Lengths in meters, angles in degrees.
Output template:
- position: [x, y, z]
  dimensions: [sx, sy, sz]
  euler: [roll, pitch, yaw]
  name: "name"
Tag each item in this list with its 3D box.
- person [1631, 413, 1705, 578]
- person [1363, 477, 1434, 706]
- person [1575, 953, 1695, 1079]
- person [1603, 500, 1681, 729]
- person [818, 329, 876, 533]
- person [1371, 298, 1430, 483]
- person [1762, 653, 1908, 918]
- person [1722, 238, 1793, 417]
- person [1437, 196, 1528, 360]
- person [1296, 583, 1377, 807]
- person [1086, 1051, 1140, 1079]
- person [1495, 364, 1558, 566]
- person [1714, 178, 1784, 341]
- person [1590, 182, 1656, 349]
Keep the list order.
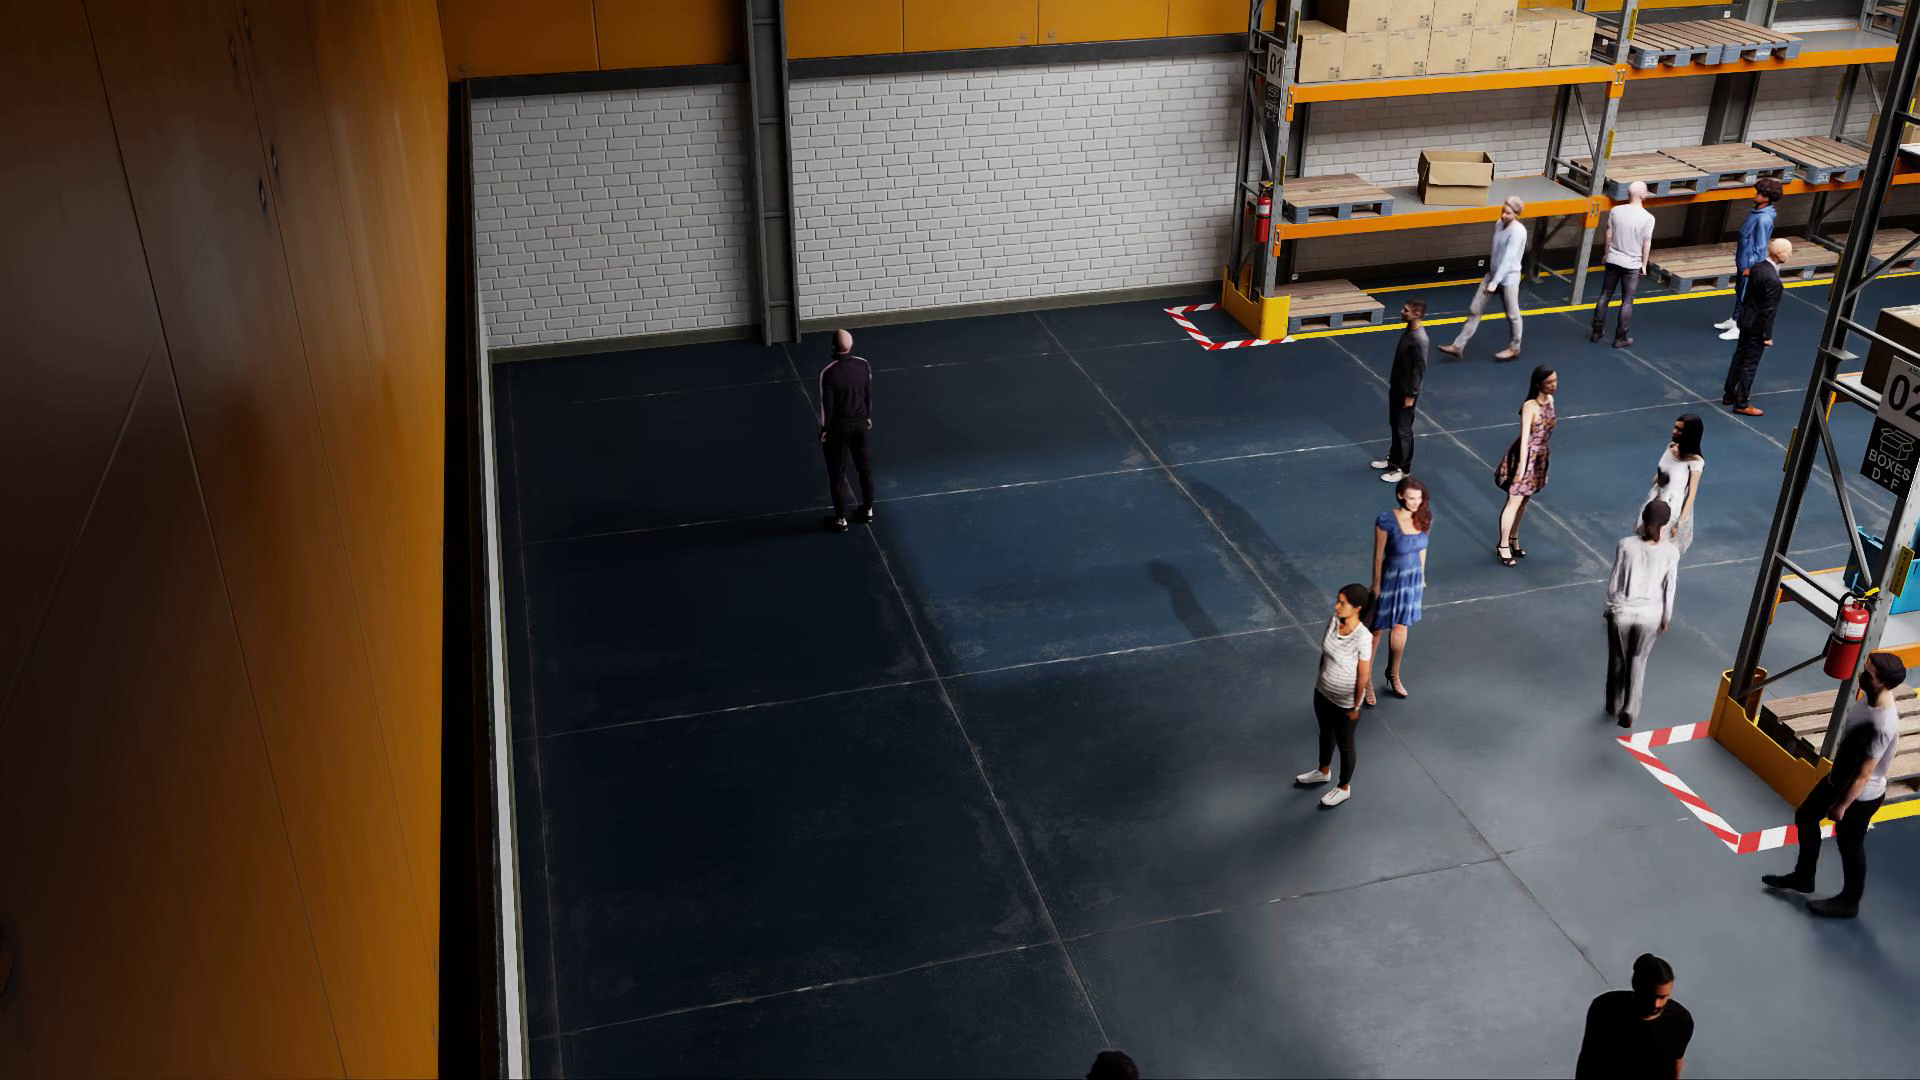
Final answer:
- position: [5.571, -0.180, 13.091]
  dimensions: [0.608, 1.775, 0.628]
  euler: [-7, 29, -13]
  name: "person"
- position: [3.164, 0.362, 12.063]
  dimensions: [0.555, 1.806, 0.760]
  euler: [-12, 31, -21]
  name: "person"
- position: [3.147, 2.648, 7.928]
  dimensions: [0.599, 1.754, 0.744]
  euler: [4, 29, 7]
  name: "person"
- position: [4.763, 0.568, 11.736]
  dimensions: [0.904, 1.758, 0.924]
  euler: [11, 31, 20]
  name: "person"
- position: [-0.981, -0.960, 14.454]
  dimensions: [0.644, 1.837, 0.805]
  euler: [-19, 34, -30]
  name: "person"
- position: [4.109, -1.398, 15.338]
  dimensions: [0.591, 1.760, 0.661]
  euler: [-2, 29, -3]
  name: "person"
- position: [5.446, 1.498, 9.939]
  dimensions: [0.953, 1.846, 0.891]
  euler: [9, 30, 16]
  name: "person"
- position: [7.987, -2.157, 16.693]
  dimensions: [0.688, 1.794, 0.746]
  euler: [1, 29, 1]
  name: "person"
- position: [5.880, -2.752, 17.744]
  dimensions: [1.161, 1.832, 0.655]
  euler: [-7, 29, -13]
  name: "person"
- position: [2.531, 1.004, 11.052]
  dimensions: [0.577, 1.647, 0.605]
  euler: [-12, 31, -22]
  name: "person"
- position: [0.658, 2.938, 7.374]
  dimensions: [0.656, 1.775, 0.662]
  euler: [5, 29, 9]
  name: "person"
- position: [4.758, -0.637, 13.930]
  dimensions: [0.769, 1.773, 0.852]
  euler: [-25, 37, -38]
  name: "person"
- position: [8.778, -3.126, 18.454]
  dimensions: [0.754, 1.811, 0.760]
  euler: [7, 29, 12]
  name: "person"
- position: [7.286, -3.038, 18.270]
  dimensions: [0.748, 1.832, 0.758]
  euler: [-24, 37, -37]
  name: "person"
